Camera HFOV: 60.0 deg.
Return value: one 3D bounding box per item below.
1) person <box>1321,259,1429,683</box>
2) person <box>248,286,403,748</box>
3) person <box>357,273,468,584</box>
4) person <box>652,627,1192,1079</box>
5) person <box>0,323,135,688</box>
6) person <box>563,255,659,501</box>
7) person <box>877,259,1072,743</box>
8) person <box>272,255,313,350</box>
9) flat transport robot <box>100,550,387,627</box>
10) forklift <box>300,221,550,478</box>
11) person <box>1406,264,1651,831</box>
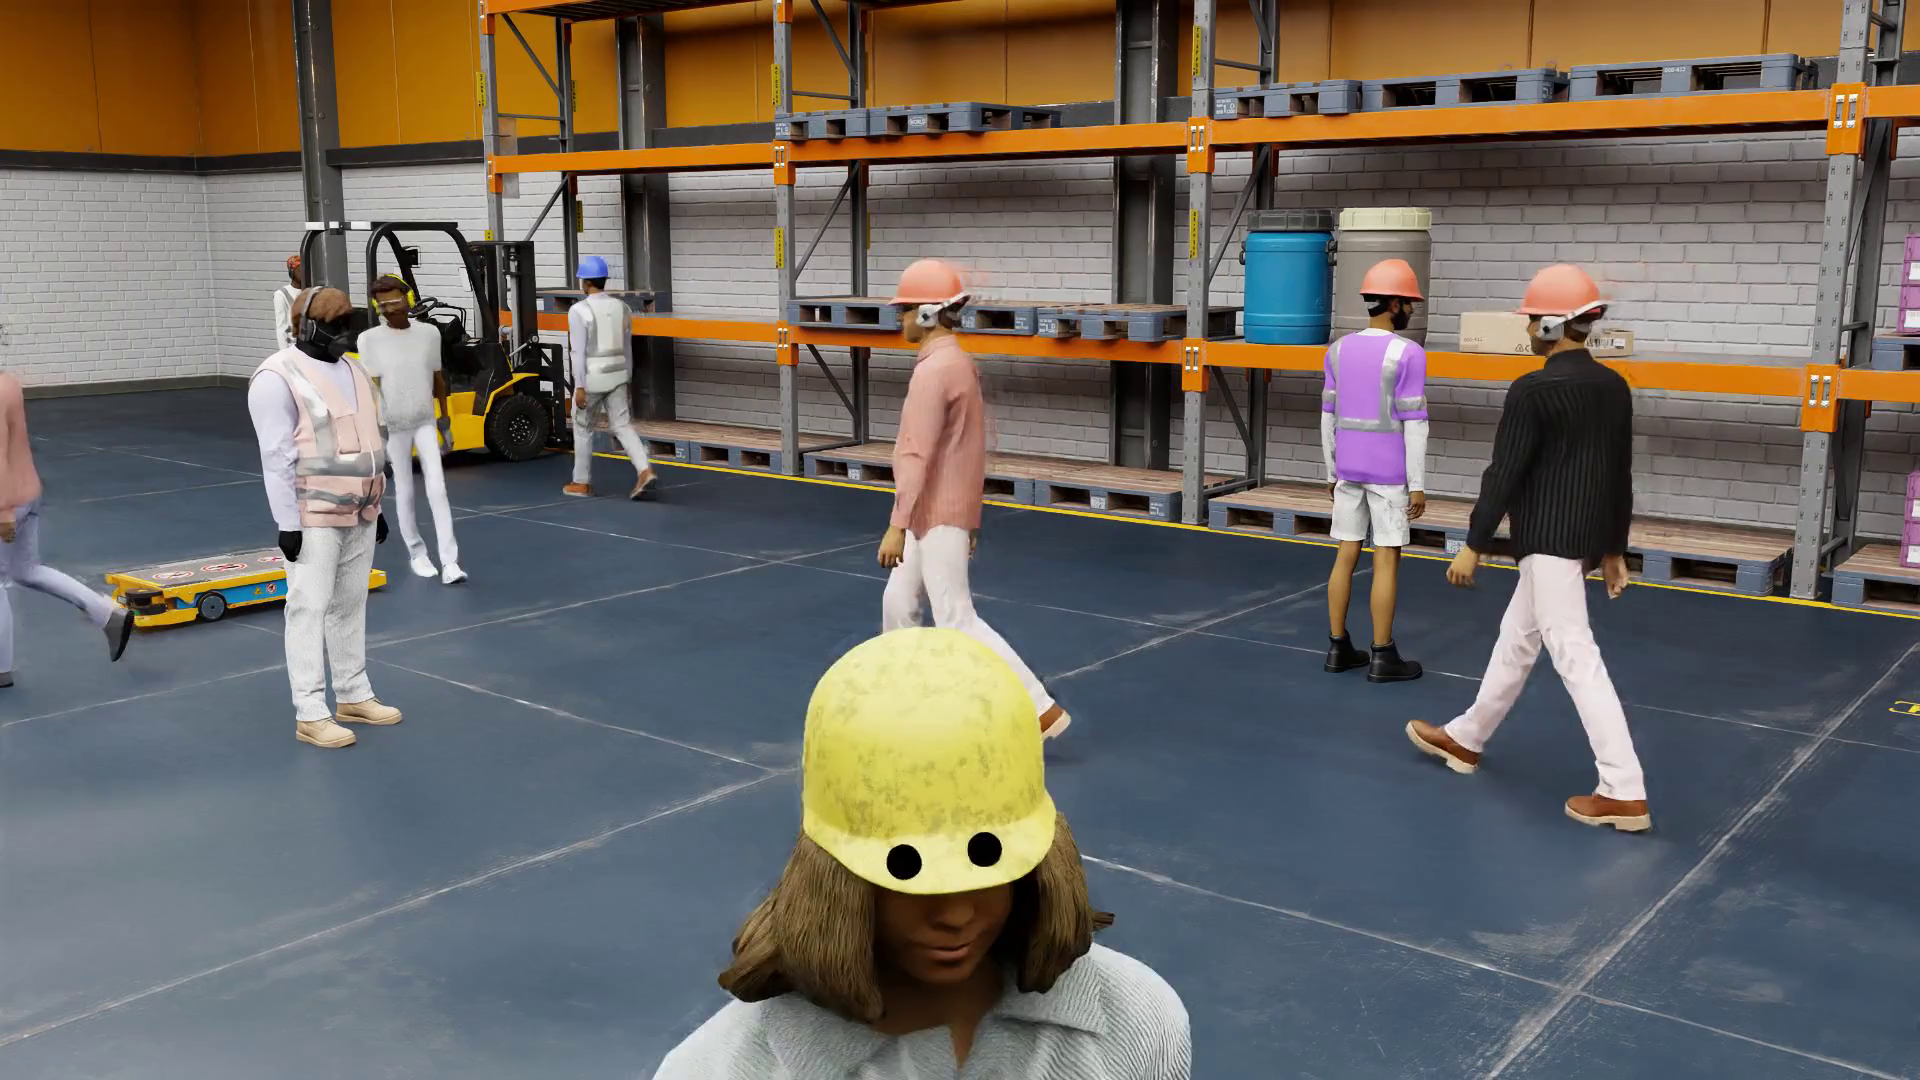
[{"bbox_3d":[1.929,-0.316,7.672,0.369,1.933,0.551,-8,13,-37],"label":"person"},{"bbox_3d":[-2.547,-0.102,6.755,0.429,1.842,0.622,3,11,16],"label":"person"},{"bbox_3d":[-3.182,-0.628,9.705,0.541,1.819,0.906,-6,12,-31],"label":"person"},{"bbox_3d":[-0.015,0.910,1.434,0.516,1.724,0.460,-3,11,-14],"label":"person"},{"bbox_3d":[-4.211,-0.184,7.492,0.714,1.734,0.546,-3,11,-16],"label":"person"},{"bbox_3d":[-2.750,-1.254,12.942,0.934,1.918,0.617,8,13,38],"label":"person"},{"bbox_3d":[-0.033,-0.103,6.453,0.948,1.959,0.611,1,10,5],"label":"person"},{"bbox_3d":[-6.454,-1.840,16.300,0.350,1.878,0.568,4,11,19],"label":"person"},{"bbox_3d":[-4.015,0.231,9.258,0.652,0.197,1.431,8,13,38],"label":"flat transport robot"},{"bbox_3d":[-4.922,-1.741,14.854,1.214,2.155,2.313,8,13,38],"label":"forklift"},{"bbox_3d":[2.078,0.003,5.916,0.616,1.938,1.066,-9,13,-40],"label":"person"}]
